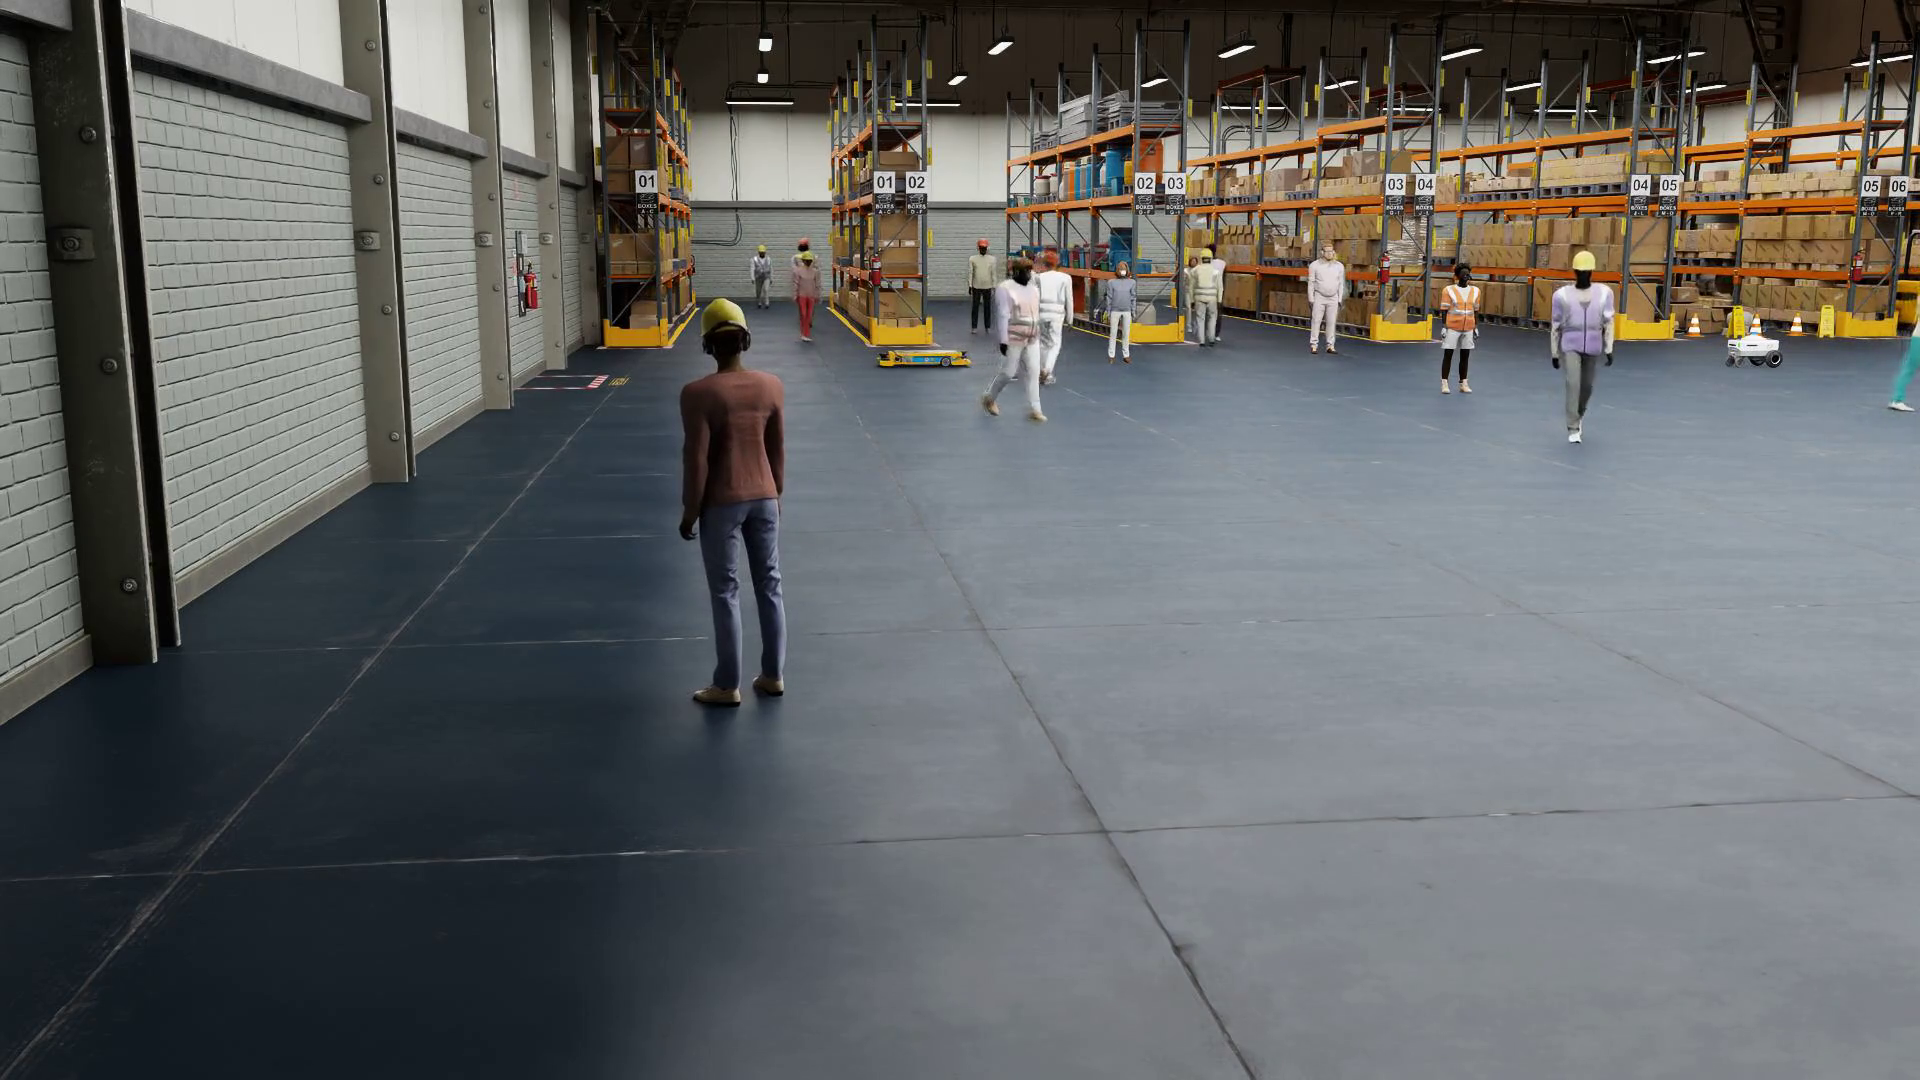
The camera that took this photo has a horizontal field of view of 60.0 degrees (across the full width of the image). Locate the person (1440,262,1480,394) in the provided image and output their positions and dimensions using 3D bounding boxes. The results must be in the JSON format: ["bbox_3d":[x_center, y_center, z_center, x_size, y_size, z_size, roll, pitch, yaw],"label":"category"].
[{"bbox_3d":[6.472,-2.738,21.551,0.534,1.697,0.318,-1,10,-7],"label":"person"}]

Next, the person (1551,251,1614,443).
[{"bbox_3d":[6.214,-1.949,16.690,0.585,1.899,0.902,1,10,8],"label":"person"}]

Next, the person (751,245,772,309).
[{"bbox_3d":[-5.578,-7.387,46.795,0.611,1.792,0.927,-3,11,-14],"label":"person"}]

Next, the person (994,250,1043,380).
[{"bbox_3d":[0.821,-3.148,23.384,0.824,1.837,0.572,1,10,7],"label":"person"}]

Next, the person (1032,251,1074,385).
[{"bbox_3d":[1.220,-3.006,22.646,0.612,1.851,0.855,4,11,20],"label":"person"}]

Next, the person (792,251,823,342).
[{"bbox_3d":[-2.920,-4.699,32.142,0.560,1.741,0.649,-6,12,-28],"label":"person"}]

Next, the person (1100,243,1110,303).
[{"bbox_3d":[4.480,-7.875,48.767,0.593,2.000,0.696,-1,10,-3],"label":"person"}]

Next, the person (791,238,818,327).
[{"bbox_3d":[-3.494,-5.801,37.501,0.617,2.013,0.943,0,10,-3],"label":"person"}]

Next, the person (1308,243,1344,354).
[{"bbox_3d":[6.360,-4.185,28.902,0.643,1.909,0.410,-1,10,-7],"label":"person"}]

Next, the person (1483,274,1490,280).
[{"bbox_3d":[16.314,-8.272,51.108,0.496,1.978,0.620,6,12,30],"label":"person"}]

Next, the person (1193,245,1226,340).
[{"bbox_3d":[4.950,-4.894,32.911,0.614,1.867,1.002,-2,10,-10],"label":"person"}]

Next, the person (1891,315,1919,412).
[{"bbox_3d":[11.263,-2.317,19.162,0.552,1.717,0.889,-8,13,-36],"label":"person"}]

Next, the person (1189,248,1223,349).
[{"bbox_3d":[4.518,-4.417,30.437,0.627,1.804,0.759,3,11,16],"label":"person"}]

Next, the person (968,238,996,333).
[{"bbox_3d":[0.464,-5.339,34.988,0.611,1.995,0.375,-1,10,-7],"label":"person"}]

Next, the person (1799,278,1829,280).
[{"bbox_3d":[19.372,-5.764,37.872,0.650,1.789,0.944,-2,10,-8],"label":"person"}]

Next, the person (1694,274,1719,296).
[{"bbox_3d":[19.246,-6.752,42.859,0.610,1.954,0.452,-2,10,-10],"label":"person"}]

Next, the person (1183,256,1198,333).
[{"bbox_3d":[4.948,-5.212,35.292,0.547,1.623,0.367,-1,10,-3],"label":"person"}]

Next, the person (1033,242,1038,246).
[{"bbox_3d":[2.290,-7.869,49.176,1.045,1.872,0.544,-1,10,-8],"label":"person"}]

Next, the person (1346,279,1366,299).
[{"bbox_3d":[10.240,-6.640,42.966,0.557,1.672,0.611,0,10,-3],"label":"person"}]

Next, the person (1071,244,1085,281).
[{"bbox_3d":[3.196,-7.153,45.415,0.510,1.821,0.716,-1,10,-5],"label":"person"}]

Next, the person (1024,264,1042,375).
[{"bbox_3d":[1.100,-3.209,24.316,0.535,1.613,0.598,1,10,8],"label":"person"}]

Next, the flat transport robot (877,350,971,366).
[{"bbox_3d":[-0.576,-2.871,26.185,1.431,0.197,0.652,-1,10,-7],"label":"flat transport robot"}]

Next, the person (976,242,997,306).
[{"bbox_3d":[0.804,-7.821,48.824,0.650,1.903,0.860,-10,14,-44],"label":"person"}]

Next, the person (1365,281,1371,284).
[{"bbox_3d":[12.288,-8.066,50.092,0.631,1.940,0.372,-1,10,-7],"label":"person"}]

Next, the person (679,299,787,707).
[{"bbox_3d":[-0.987,-0.157,7.222,0.523,1.763,0.329,-9,13,-40],"label":"person"}]

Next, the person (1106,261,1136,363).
[{"bbox_3d":[2.590,-3.658,26.758,0.499,1.636,0.286,-1,10,-7],"label":"person"}]

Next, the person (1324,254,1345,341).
[{"bbox_3d":[7.219,-4.746,32.518,0.504,1.700,0.858,-2,10,-9],"label":"person"}]

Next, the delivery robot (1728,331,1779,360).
[{"bbox_3d":[12.382,-3.019,25.965,0.707,0.478,0.477,-1,10,-7],"label":"delivery robot"}]

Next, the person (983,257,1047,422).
[{"bbox_3d":[0.620,-2.232,18.471,0.627,1.820,0.846,-8,13,-37],"label":"person"}]
